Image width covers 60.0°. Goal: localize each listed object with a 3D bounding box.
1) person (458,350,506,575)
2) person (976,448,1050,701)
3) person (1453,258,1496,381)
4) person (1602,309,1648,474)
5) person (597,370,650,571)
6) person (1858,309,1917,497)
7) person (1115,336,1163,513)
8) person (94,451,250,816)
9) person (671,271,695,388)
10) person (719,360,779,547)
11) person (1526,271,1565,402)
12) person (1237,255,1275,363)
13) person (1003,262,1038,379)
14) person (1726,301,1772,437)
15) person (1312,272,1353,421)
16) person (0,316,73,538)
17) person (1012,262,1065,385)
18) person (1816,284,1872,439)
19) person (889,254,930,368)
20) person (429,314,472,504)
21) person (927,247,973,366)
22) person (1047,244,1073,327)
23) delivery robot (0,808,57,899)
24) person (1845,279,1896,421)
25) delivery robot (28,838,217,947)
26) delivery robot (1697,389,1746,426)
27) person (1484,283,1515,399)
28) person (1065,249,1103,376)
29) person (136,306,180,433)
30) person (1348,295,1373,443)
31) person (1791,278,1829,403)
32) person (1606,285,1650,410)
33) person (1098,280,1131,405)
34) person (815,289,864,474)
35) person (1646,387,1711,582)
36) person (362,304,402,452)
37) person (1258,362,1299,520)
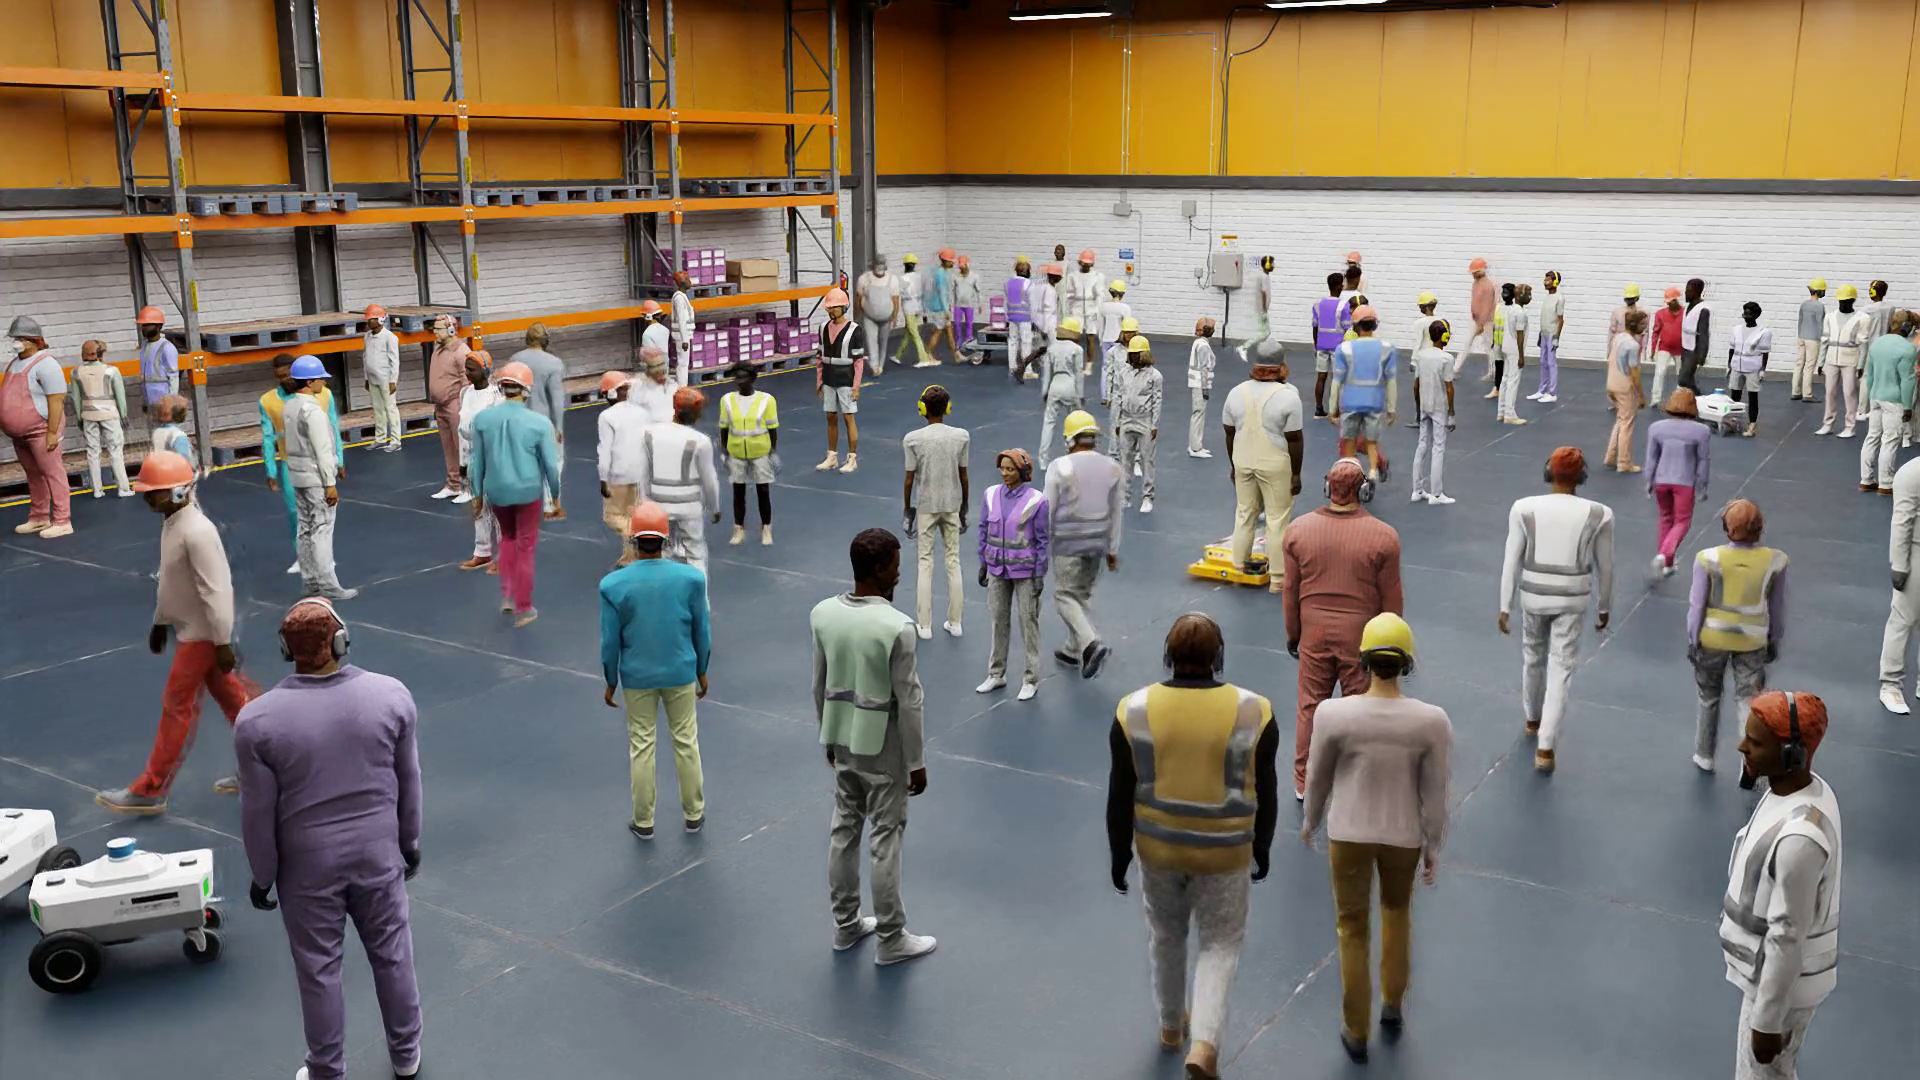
[{"bbox_3d":[-3.998,-0.651,13.977,0.575,1.882,0.355,8,15,31],"label":"person"},{"bbox_3d":[0.345,0.213,10.759,0.514,1.641,0.307,8,15,31],"label":"person"},{"bbox_3d":[8.018,-3.421,25.921,1.022,1.916,0.679,-2,13,-10],"label":"person"},{"bbox_3d":[7.355,-1.632,18.341,0.412,1.836,0.540,0,13,0],"label":"person"},{"bbox_3d":[-2.769,-0.545,13.871,0.584,1.716,0.596,8,15,30],"label":"person"},{"bbox_3d":[9.603,-1.412,17.167,0.373,1.935,0.628,-2,13,-9],"label":"person"},{"bbox_3d":[1.749,-1.145,16.425,0.487,1.744,0.294,8,15,31],"label":"person"},{"bbox_3d":[-4.206,0.494,8.865,0.991,1.938,0.664,-8,15,-32],"label":"person"},{"bbox_3d":[-3.912,-2.867,23.584,0.350,1.884,0.583,-3,13,-11],"label":"person"},{"bbox_3d":[-1.895,-0.775,14.926,0.540,1.696,0.317,1,13,6],"label":"person"},{"bbox_3d":[8.417,-2.908,23.793,0.329,1.872,0.511,-2,13,-10],"label":"person"},{"bbox_3d":[5.034,-3.850,27.946,0.580,1.844,0.547,2,13,9],"label":"person"},{"bbox_3d":[0.979,-3.475,26.321,0.625,1.840,0.430,11,17,40],"label":"person"},{"bbox_3d":[9.846,-2.136,20.820,0.317,1.697,0.540,-9,16,-33],"label":"person"},{"bbox_3d":[4.952,-2.564,22.096,0.625,1.965,0.363,12,18,43],"label":"person"},{"bbox_3d":[-8.548,-1.039,15.312,0.684,2.000,0.538,8,15,31],"label":"person"},{"bbox_3d":[1.252,-3.273,25.315,0.814,1.910,0.545,-2,13,-8],"label":"person"},{"bbox_3d":[11.002,-2.231,20.754,0.387,1.917,0.589,-8,15,-31],"label":"person"},{"bbox_3d":[-0.850,-3.820,27.759,0.968,1.867,0.598,9,16,35],"label":"person"},{"bbox_3d":[-5.164,-1.330,16.871,0.641,1.908,0.407,12,17,41],"label":"person"},{"bbox_3d":[-0.209,-3.874,27.730,0.877,1.986,0.710,1,13,2],"label":"person"},{"bbox_3d":[1.880,-4.673,31.519,0.504,1.840,0.345,6,14,23],"label":"person"},{"bbox_3d":[-4.462,1.450,7.566,0.477,0.478,0.707,1,13,6],"label":"delivery robot"},{"bbox_3d":[12.123,-2.520,22.112,0.511,1.872,0.328,-4,13,-15],"label":"person"},{"bbox_3d":[-3.613,1.533,7.207,0.707,0.478,0.477,-5,14,-23],"label":"delivery robot"},{"bbox_3d":[9.625,-1.677,21.132,0.477,0.478,0.707,-3,13,-15],"label":"delivery robot"},{"bbox_3d":[7.825,-2.833,23.846,0.320,1.697,0.531,-7,15,-28],"label":"person"},{"bbox_3d":[1.949,-3.599,26.473,0.626,2.015,0.569,1,13,5],"label":"person"},{"bbox_3d":[-8.383,-1.471,17.403,0.545,1.943,0.347,8,15,31],"label":"person"},{"bbox_3d":[4.724,-1.976,19.769,0.328,1.865,0.520,2,13,10],"label":"person"},{"bbox_3d":[12.179,-2.855,23.791,0.314,1.769,0.524,-2,13,-7],"label":"person"},{"bbox_3d":[9.164,-2.623,22.857,0.537,1.748,0.438,7,15,29],"label":"person"},{"bbox_3d":[2.193,-2.776,23.450,0.528,1.767,0.330,10,16,37],"label":"person"},{"bbox_3d":[-1.348,-1.752,18.400,0.608,2.044,0.371,8,15,31],"label":"person"},{"bbox_3d":[5.870,-0.446,13.705,0.690,1.611,0.500,-12,18,-43],"label":"person"},{"bbox_3d":[-6.907,-1.930,19.804,0.563,1.752,0.325,8,15,31],"label":"person"},{"bbox_3d":[2.967,-0.951,15.823,0.500,1.633,0.284,10,17,38],"label":"person"}]
